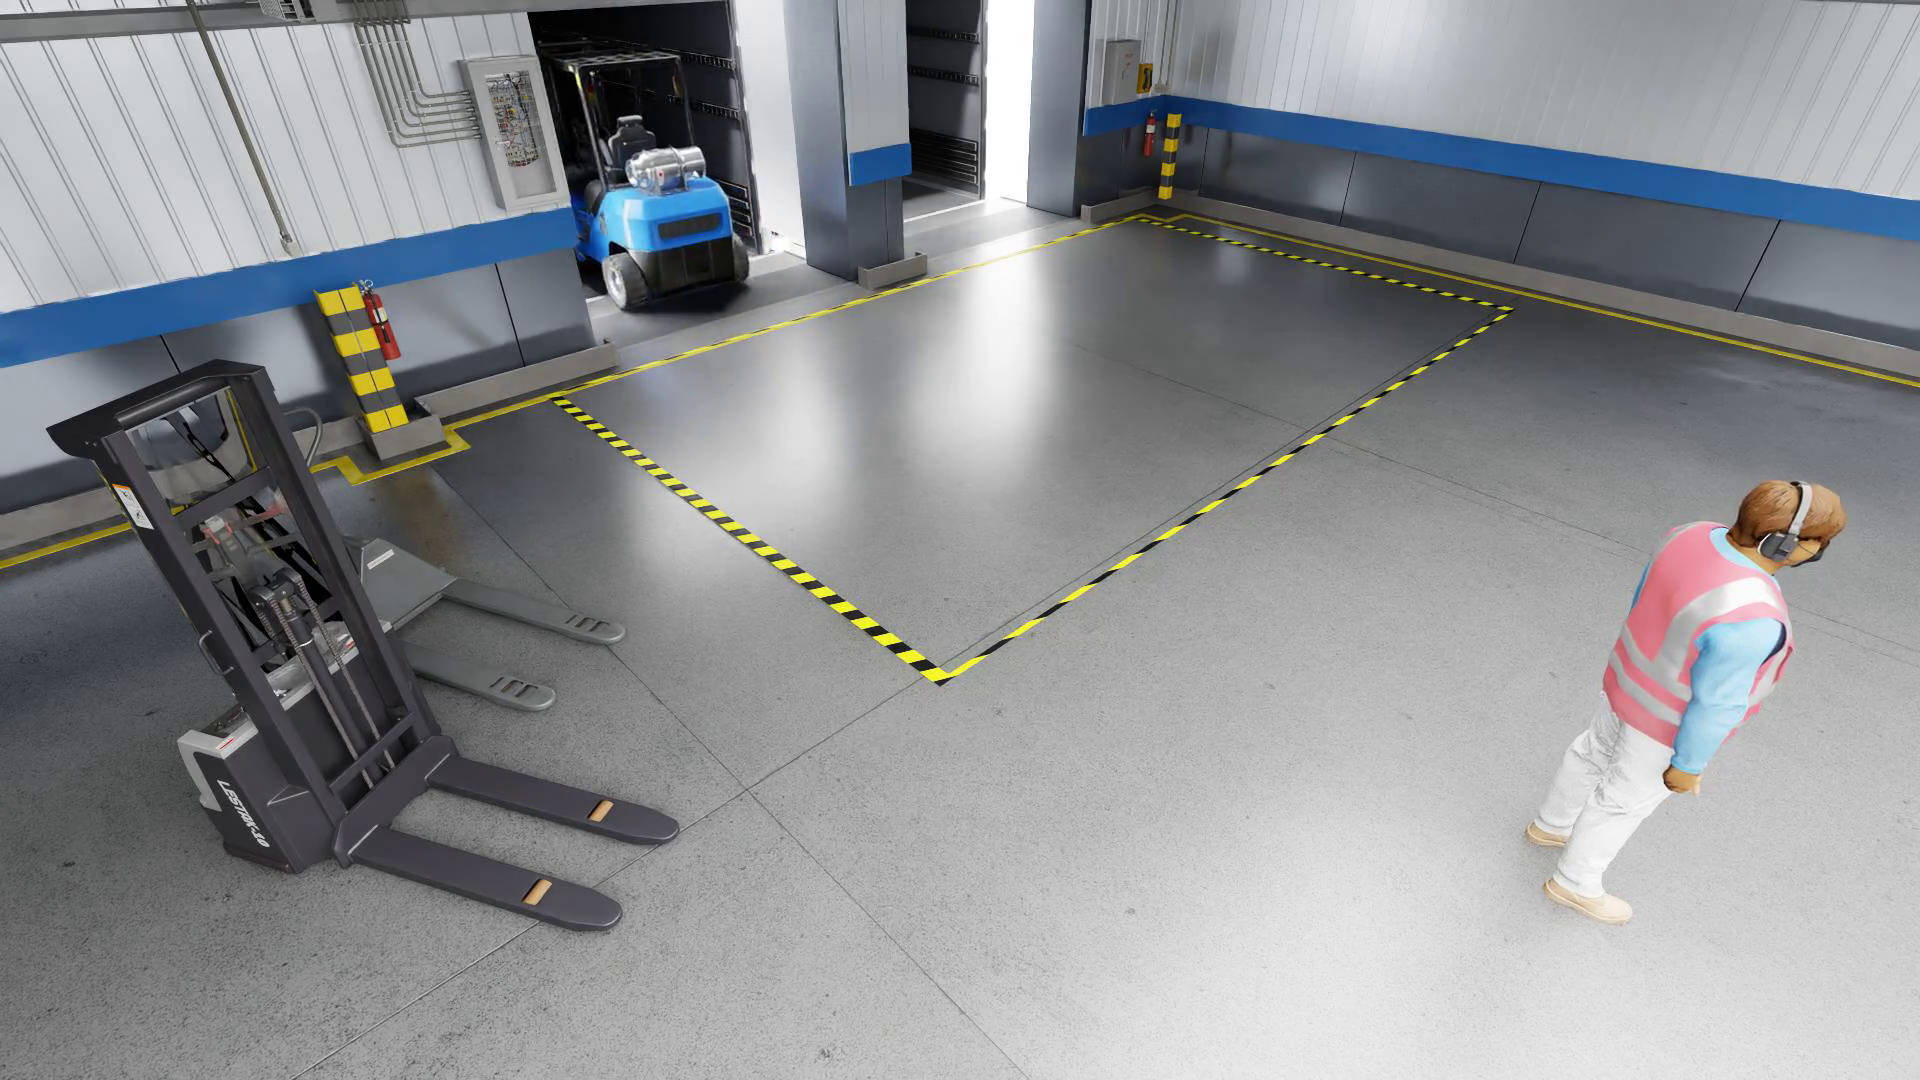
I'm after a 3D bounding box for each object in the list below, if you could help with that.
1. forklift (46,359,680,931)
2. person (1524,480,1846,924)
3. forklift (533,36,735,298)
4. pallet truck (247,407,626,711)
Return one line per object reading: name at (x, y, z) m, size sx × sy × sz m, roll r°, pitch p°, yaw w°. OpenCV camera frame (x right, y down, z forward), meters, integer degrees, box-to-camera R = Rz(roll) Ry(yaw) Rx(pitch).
forklift at (-2.135, 0.422, 3.354) m, size 1.885 × 1.965 × 0.823 m, roll 10°, pitch 35°, yaw 14°
person at (2.501, 0.594, 3.239) m, size 0.429 × 1.840 × 0.632 m, roll 9°, pitch 35°, yaw 13°
forklift at (-3.415, -3.847, 9.296) m, size 1.157 × 2.036 × 2.680 m, roll -26°, pitch 42°, yaw -33°
pallet truck at (-2.628, 0.038, 4.590) m, size 1.601 × 1.201 × 0.680 m, roll 12°, pitch 36°, yaw 18°
